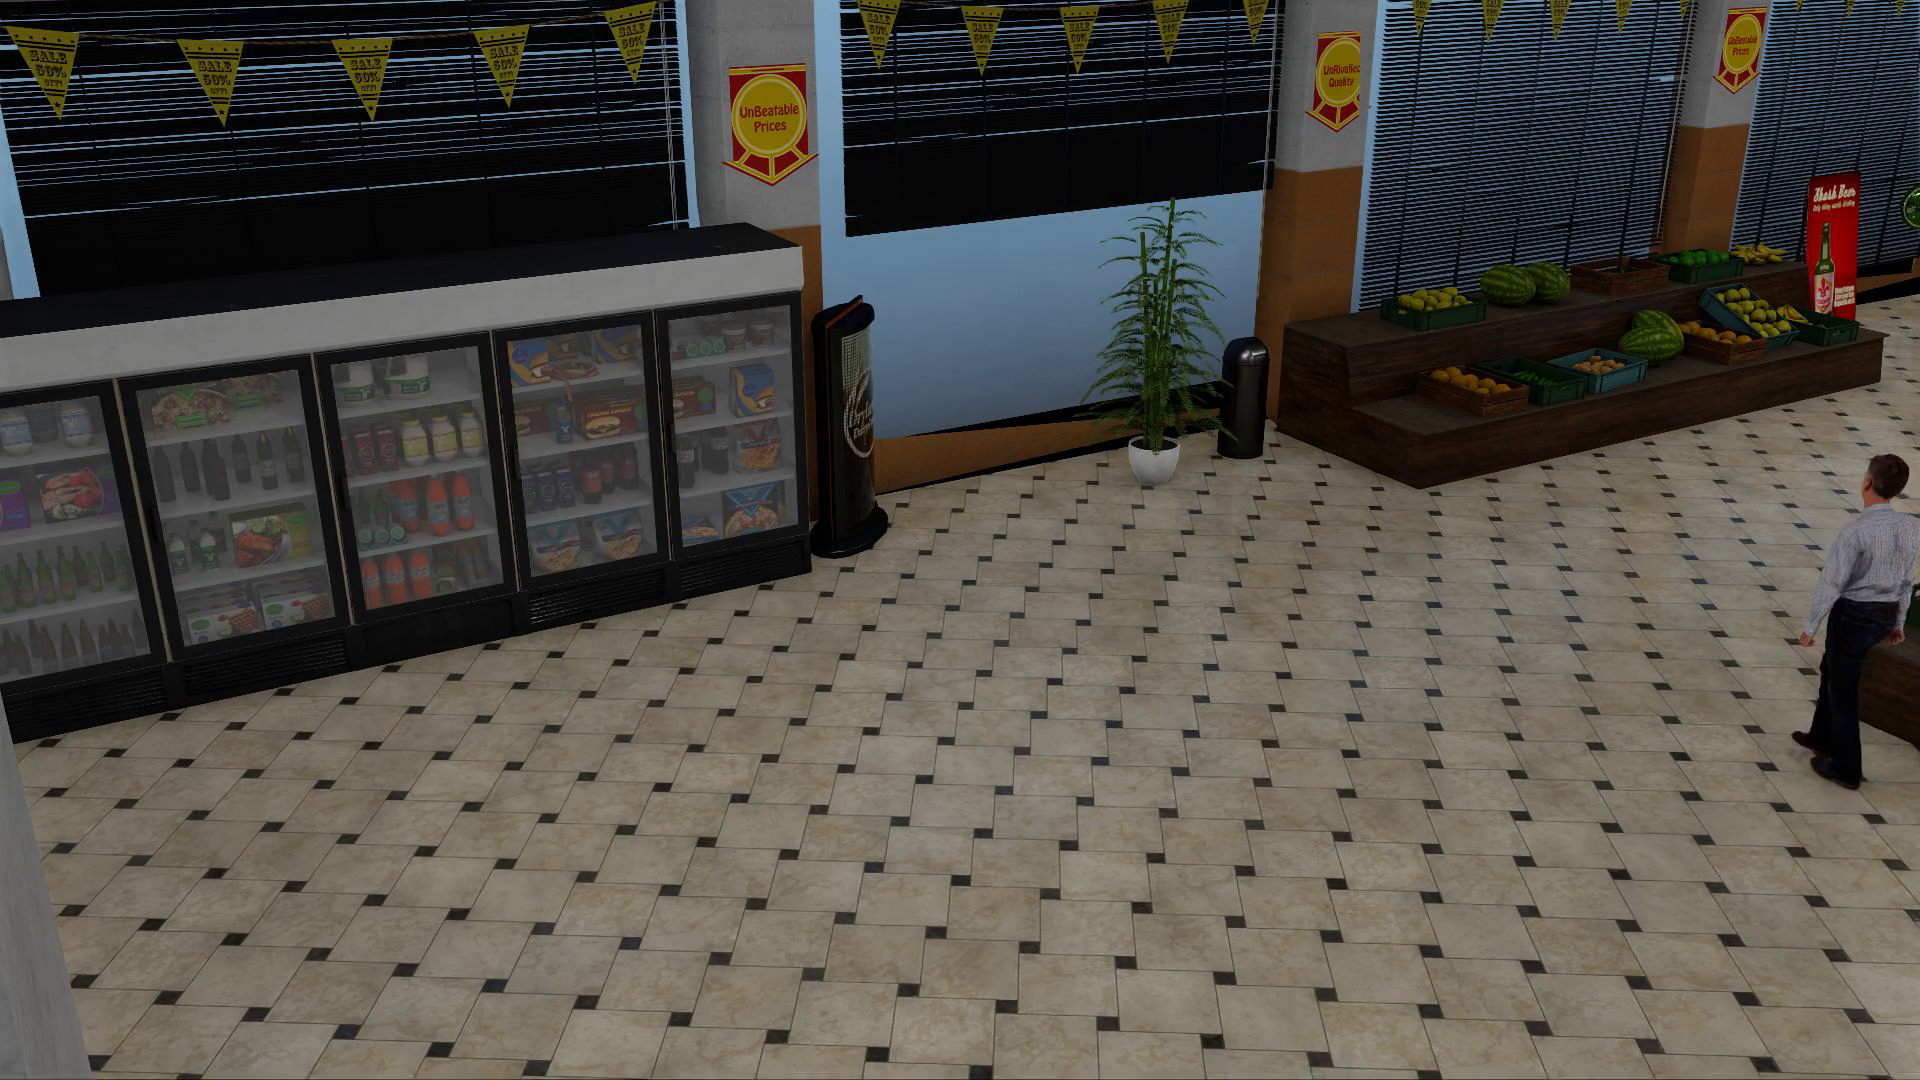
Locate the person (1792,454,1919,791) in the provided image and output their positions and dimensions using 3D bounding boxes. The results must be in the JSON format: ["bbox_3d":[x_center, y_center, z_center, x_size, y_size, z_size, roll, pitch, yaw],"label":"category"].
[{"bbox_3d":[4.729,0.469,8.615,0.760,1.792,0.816,-8,23,-18],"label":"person"}]
